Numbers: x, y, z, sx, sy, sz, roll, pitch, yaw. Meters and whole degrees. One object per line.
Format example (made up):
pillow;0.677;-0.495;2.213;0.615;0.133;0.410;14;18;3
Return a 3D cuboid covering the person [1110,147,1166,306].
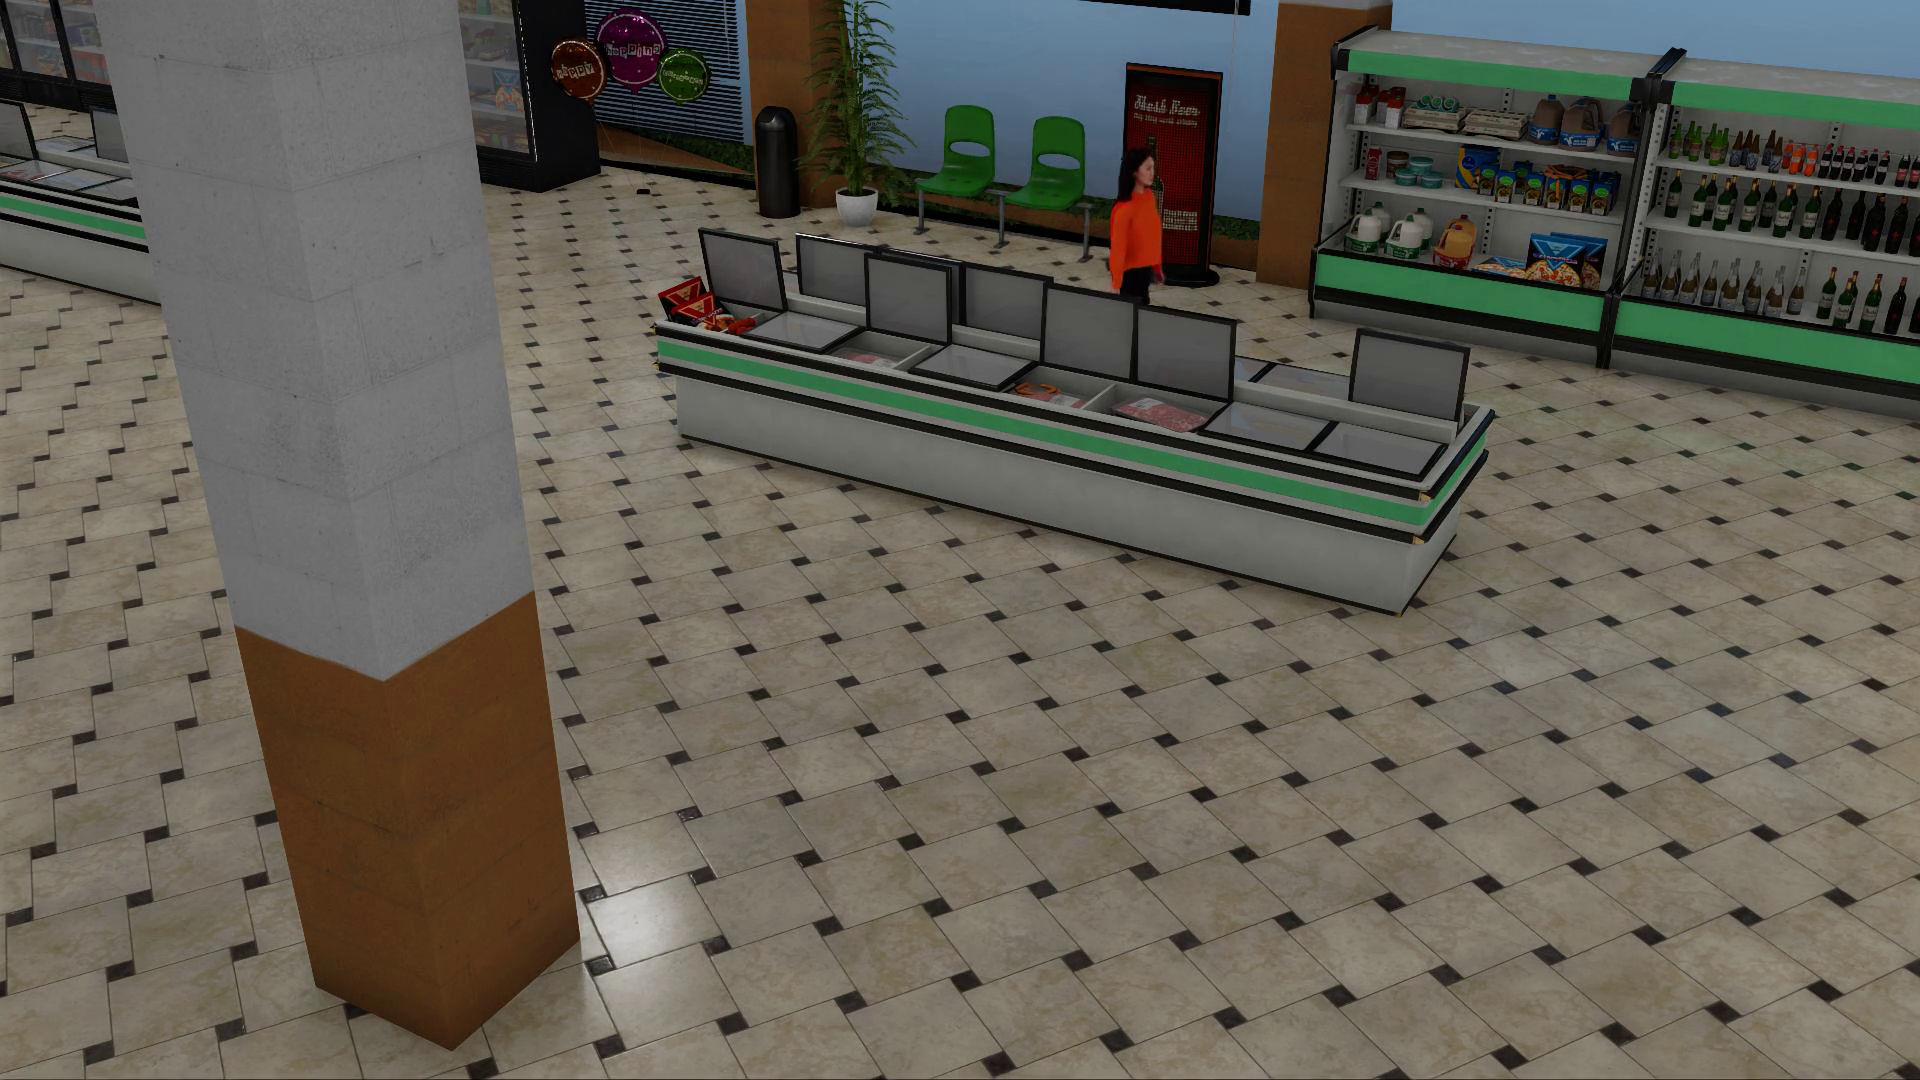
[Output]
person;1.076;-1.763;11.118;0.602;1.737;0.625;13;30;24
